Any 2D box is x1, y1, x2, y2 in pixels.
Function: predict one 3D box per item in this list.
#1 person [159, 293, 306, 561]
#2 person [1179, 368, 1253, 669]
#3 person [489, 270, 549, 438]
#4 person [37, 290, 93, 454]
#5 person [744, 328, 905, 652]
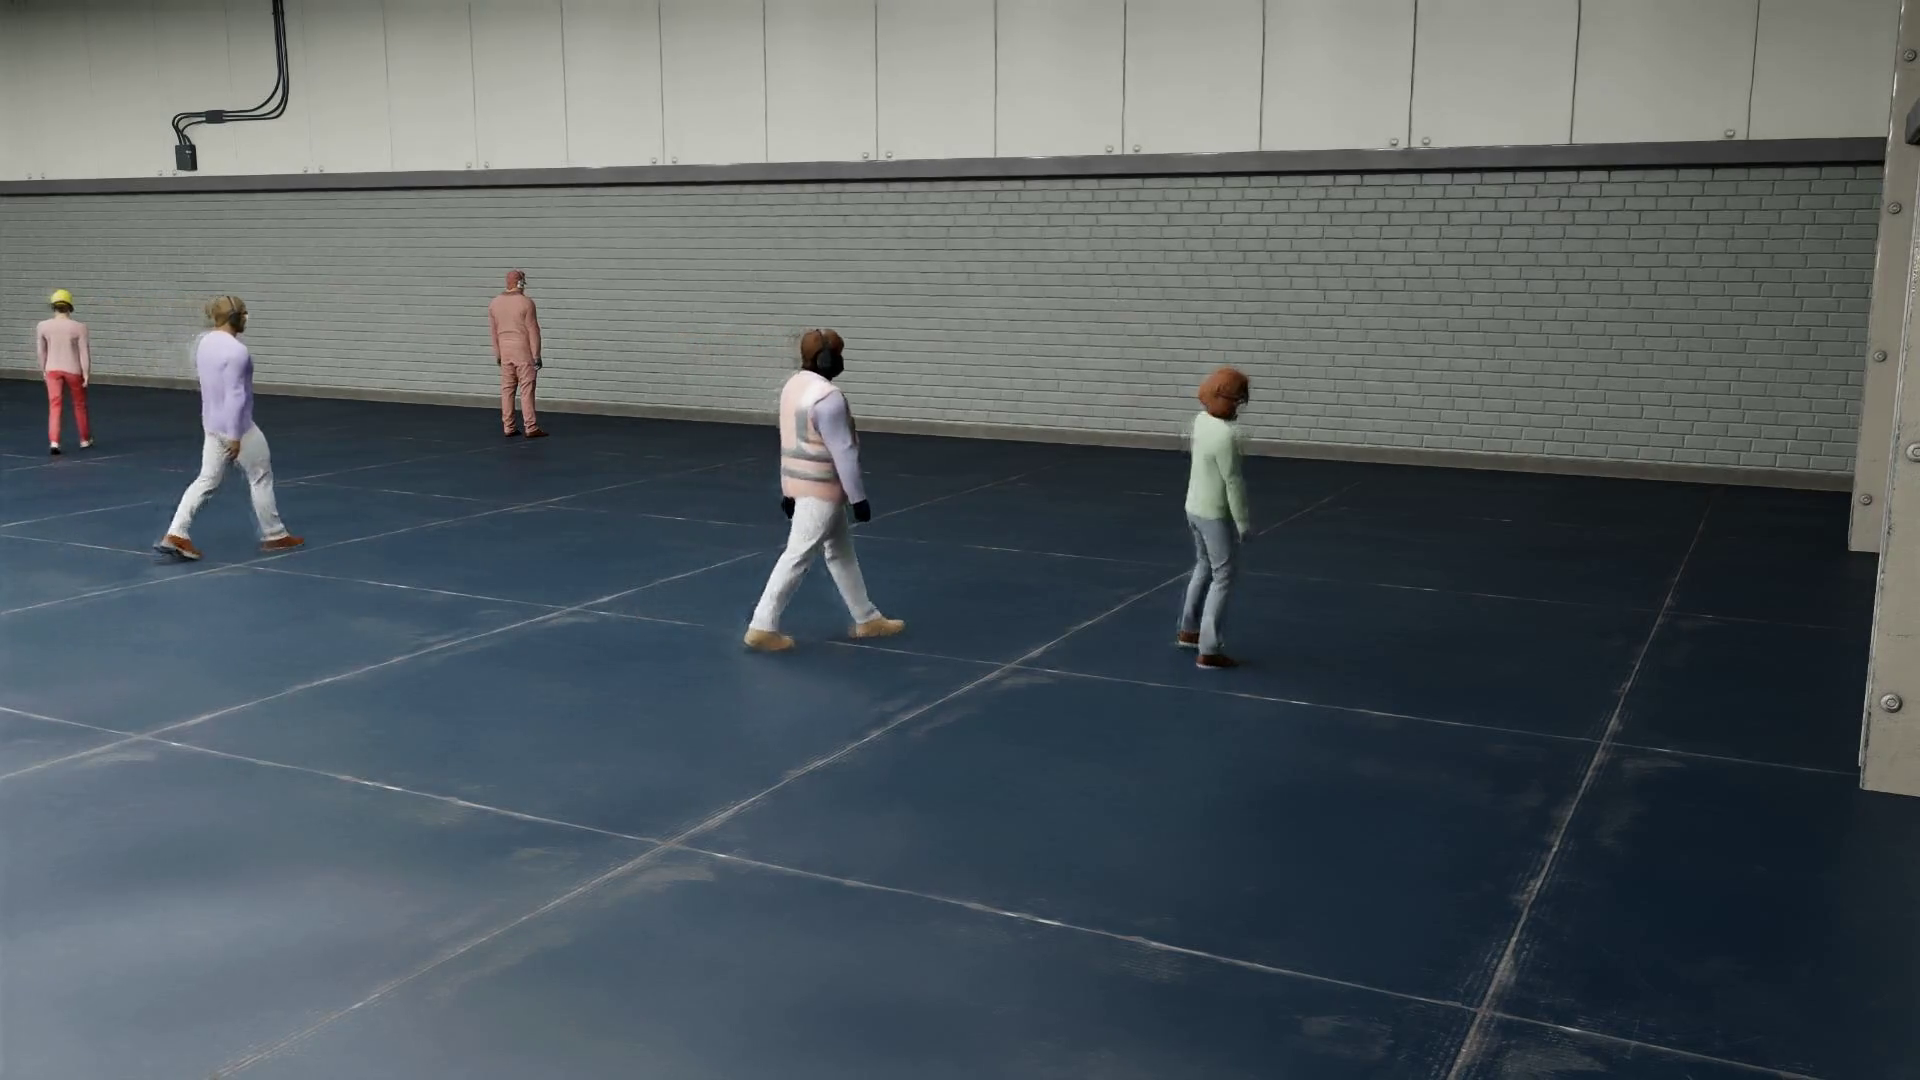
[{"bbox_3d":[-5.239,-0.800,11.818,0.634,1.900,1.011,9,13,39],"label":"person"},{"bbox_3d":[1.366,-0.125,8.922,0.311,1.602,0.570,-2,11,-9],"label":"person"},{"bbox_3d":[-5.019,-2.112,18.948,0.638,1.903,0.409,4,11,23],"label":"person"},{"bbox_3d":[-9.510,-1.787,17.667,0.537,1.720,0.924,-3,11,-15],"label":"person"},{"bbox_3d":[-0.790,-0.276,9.256,0.986,1.801,0.629,-4,11,-21],"label":"person"}]
